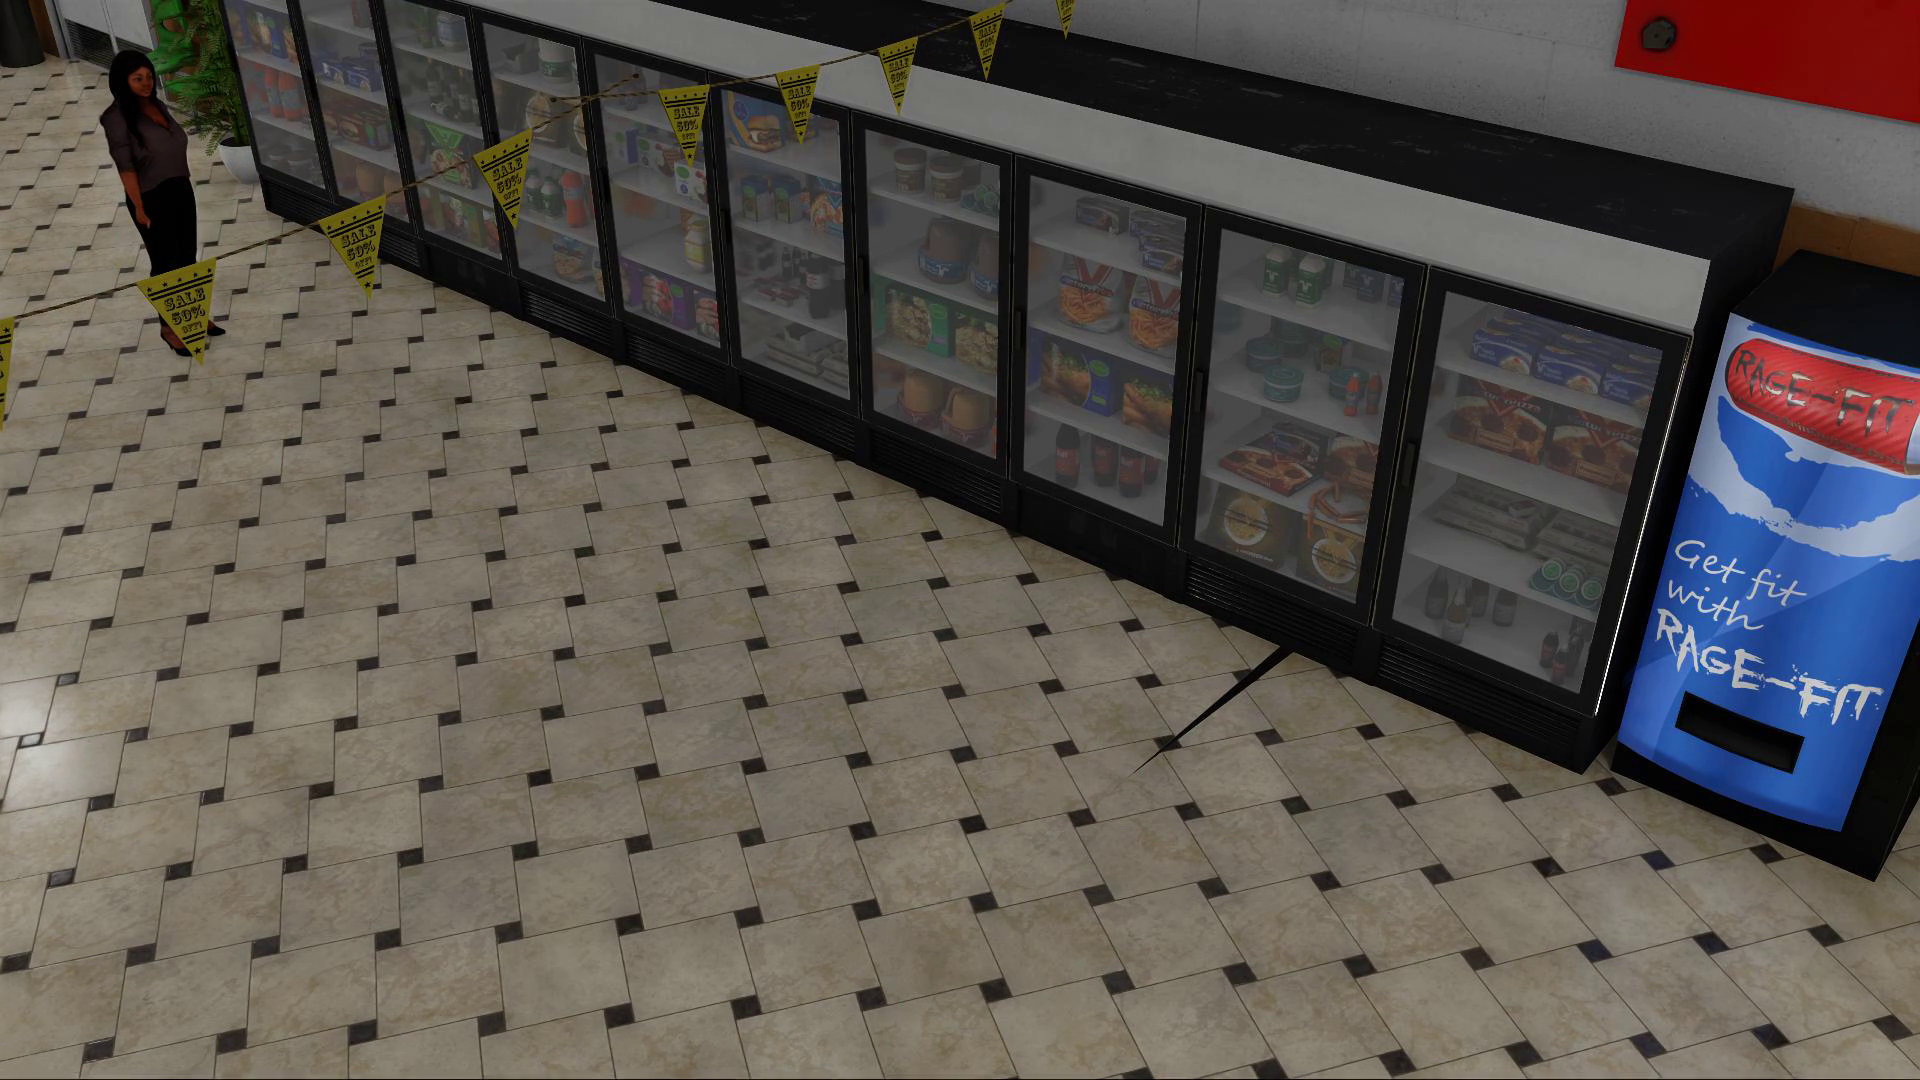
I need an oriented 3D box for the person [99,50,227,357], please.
[{"bbox_3d":[-4.841,-2.036,10.049,0.803,1.838,0.694,7,33,11],"label":"person"}]
